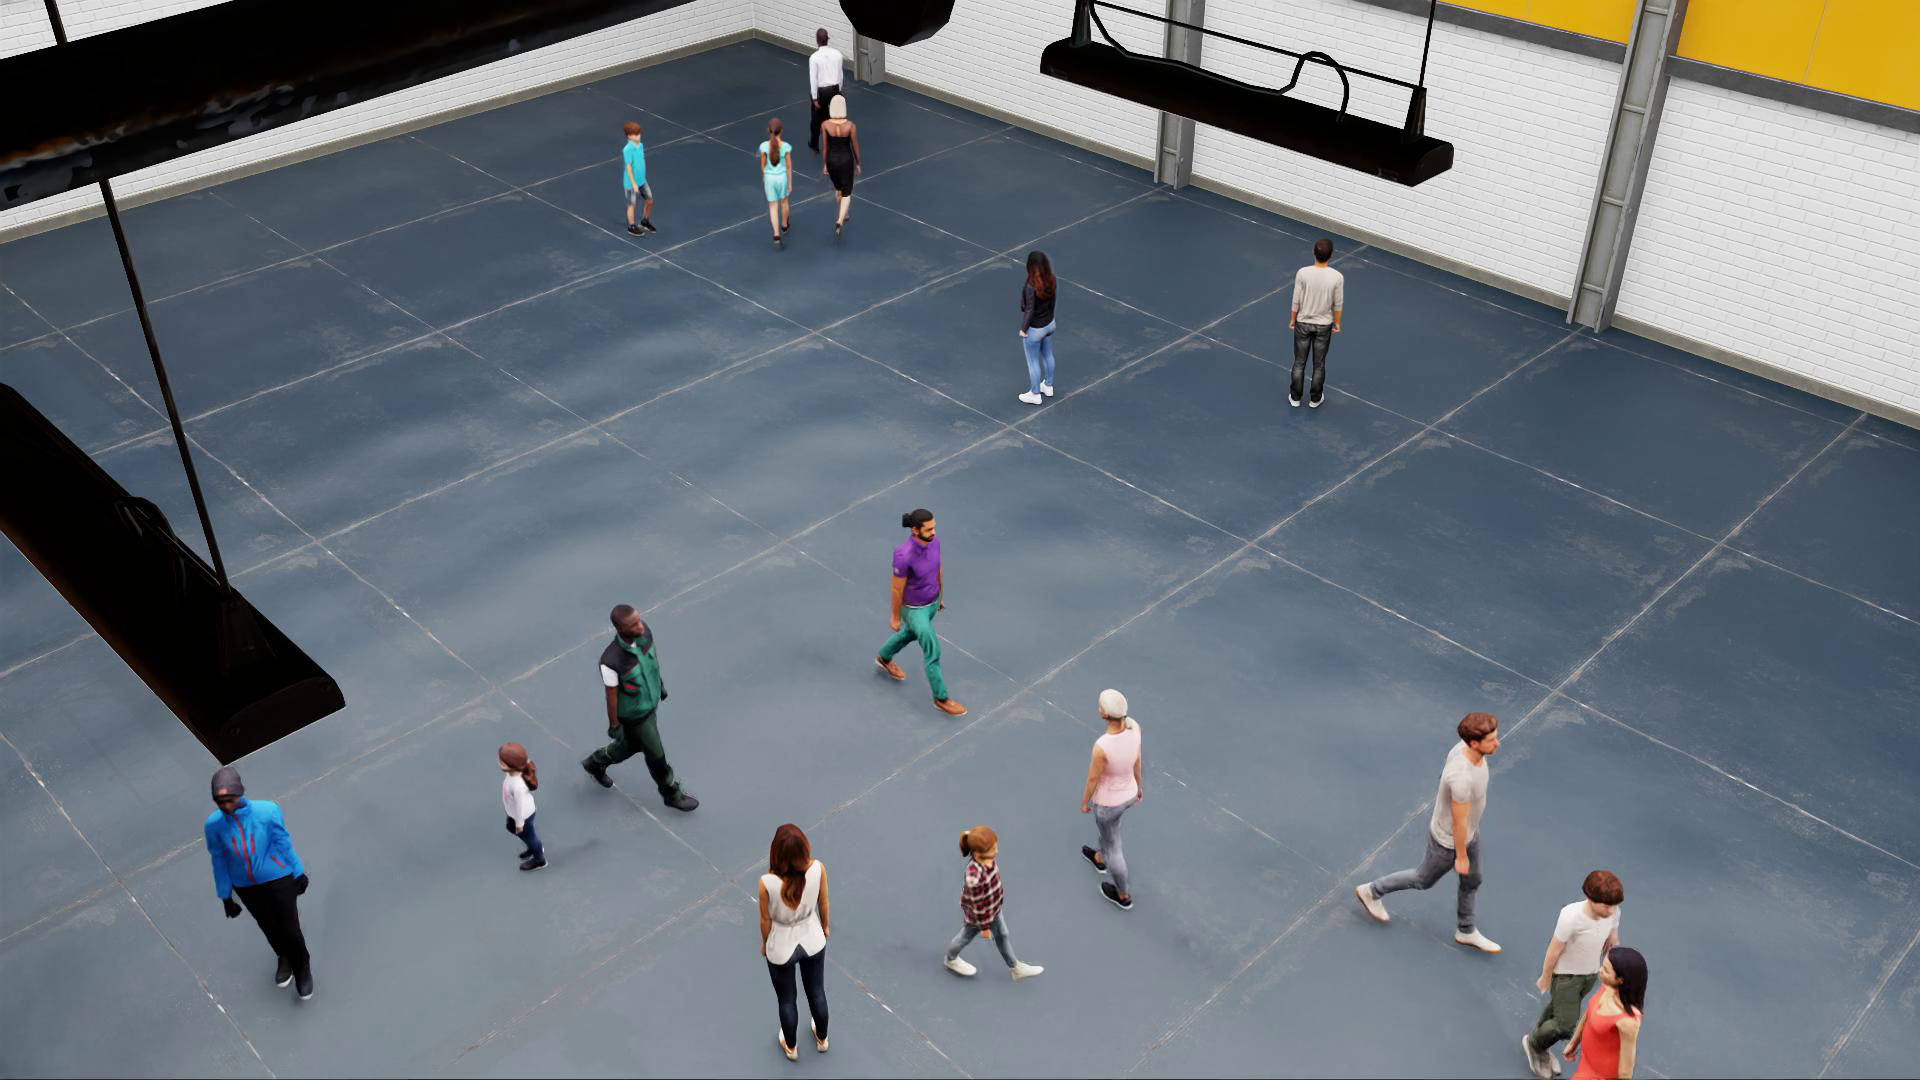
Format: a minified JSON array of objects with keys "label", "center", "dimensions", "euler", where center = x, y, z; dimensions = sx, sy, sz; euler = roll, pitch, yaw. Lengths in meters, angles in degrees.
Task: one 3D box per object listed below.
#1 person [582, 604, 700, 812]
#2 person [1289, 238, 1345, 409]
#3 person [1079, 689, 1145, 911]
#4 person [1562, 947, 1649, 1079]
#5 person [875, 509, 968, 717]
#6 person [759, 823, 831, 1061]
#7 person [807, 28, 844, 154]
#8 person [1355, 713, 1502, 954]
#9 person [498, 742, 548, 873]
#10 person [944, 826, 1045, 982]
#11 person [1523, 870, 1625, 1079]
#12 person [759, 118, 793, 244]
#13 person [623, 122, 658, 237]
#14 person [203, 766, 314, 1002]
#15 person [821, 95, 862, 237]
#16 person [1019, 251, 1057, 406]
[{"label":"person","center":[-2.344,1.162,11.683],"dimensions":[1.268,1.810,1.059],"euler":[11,35,16]},{"label":"person","center":[3.560,-2.175,16.700],"dimensions":[0.676,1.812,0.799],"euler":[8,34,11]},{"label":"person","center":[1.074,1.733,10.918],"dimensions":[0.615,1.705,0.850],"euler":[-24,40,-31]},{"label":"person","center":[3.617,2.911,9.170],"dimensions":[1.132,1.679,1.031],"euler":[1,34,2]},{"label":"person","center":[-0.391,0.486,12.780],"dimensions":[1.235,1.721,0.806],"euler":[21,39,28]},{"label":"person","center":[-0.967,2.401,9.842],"dimensions":[0.640,1.784,0.633],"euler":[-14,36,-19]},{"label":"person","center":[-1.752,-5.900,22.311],"dimensions":[0.967,1.805,1.217],"euler":[-11,35,-17]},{"label":"person","center":[3.050,1.849,10.601],"dimensions":[1.273,1.864,0.856],"euler":[19,38,26]},{"label":"person","center":[-2.938,1.809,11.345],"dimensions":[0.590,1.105,0.512],"euler":[-11,35,-17]},{"label":"person","center":[0.067,2.293,10.468],"dimensions":[0.965,1.271,0.771],"euler":[12,35,17]},{"label":"person","center":[3.567,2.496,9.828],"dimensions":[0.671,1.641,0.719],"euler":[-14,36,-20]},{"label":"person","center":[-2.240,-4.345,20.217],"dimensions":[0.913,1.534,1.010],"euler":[-3,34,-4]},{"label":"person","center":[-4.057,-4.457,20.474],"dimensions":[0.625,1.436,0.581],"euler":[22,39,29]},{"label":"person","center":[-4.334,2.050,10.373],"dimensions":[0.803,1.781,0.853],"euler":[-6,34,-10]},{"label":"person","center":[-1.474,-4.546,20.354],"dimensions":[1.067,1.718,1.046],"euler":[5,34,8]},{"label":"person","center":[0.794,-2.166,16.849],"dimensions":[0.569,1.633,0.656],"euler":[25,41,33]}]
